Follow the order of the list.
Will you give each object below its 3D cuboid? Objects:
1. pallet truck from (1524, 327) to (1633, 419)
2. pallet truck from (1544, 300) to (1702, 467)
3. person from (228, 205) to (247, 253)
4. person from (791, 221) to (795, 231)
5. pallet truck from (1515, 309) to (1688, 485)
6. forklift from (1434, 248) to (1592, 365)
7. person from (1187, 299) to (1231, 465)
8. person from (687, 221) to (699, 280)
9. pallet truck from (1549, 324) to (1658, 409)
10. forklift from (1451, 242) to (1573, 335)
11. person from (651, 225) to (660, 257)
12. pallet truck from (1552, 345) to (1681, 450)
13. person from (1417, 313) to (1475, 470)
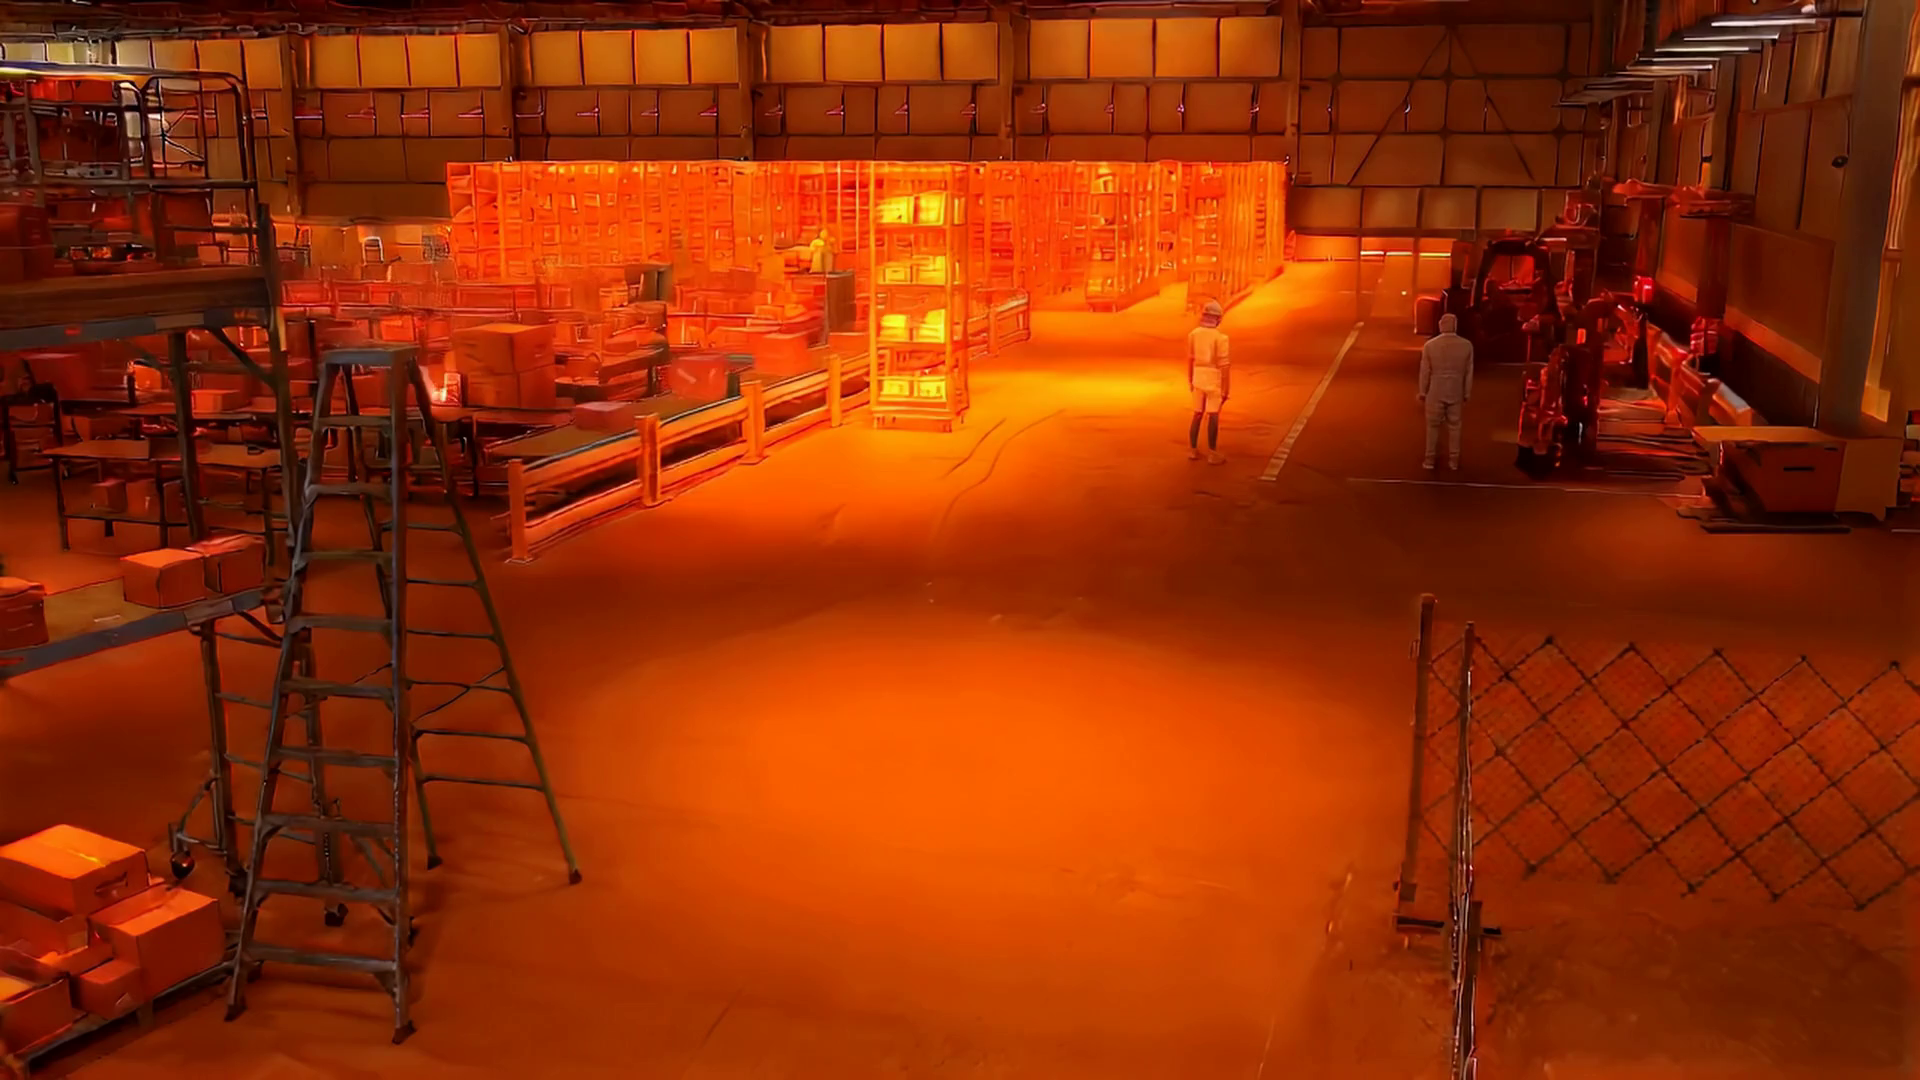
[{"bbox_3d":[9.065,-2.460,24.370,1.522,1.261,0.704,3,13,14],"label":"pallet truck"},{"bbox_3d":[8.263,-1.952,20.631,1.885,1.965,0.823,5,14,20],"label":"pallet truck"},{"bbox_3d":[-27.168,-11.660,62.748,0.730,1.926,1.015,-5,14,-21],"label":"person"},{"bbox_3d":[-4.921,-8.896,50.993,0.735,1.818,0.604,7,15,28],"label":"person"},{"bbox_3d":[7.554,-1.677,19.446,1.885,1.965,0.823,3,13,14],"label":"pallet truck"},{"bbox_3d":[9.780,-4.111,29.280,2.680,1.987,1.157,3,13,14],"label":"forklift"},{"bbox_3d":[3.084,-1.942,20.524,0.600,2.036,0.396,11,17,38],"label":"person"},{"bbox_3d":[-8.159,-8.869,50.871,0.404,1.833,0.590,-5,14,-21],"label":"person"},{"bbox_3d":[9.824,-2.669,25.407,1.601,1.201,0.680,4,14,16],"label":"pallet truck"},{"bbox_3d":[10.464,-4.597,31.405,2.680,1.987,1.157,4,14,16],"label":"forklift"},{"bbox_3d":[-9.449,-8.871,50.730,0.918,1.909,0.626,1,13,4],"label":"person"},{"bbox_3d":[8.641,-1.896,21.908,1.630,1.274,0.653,4,14,16],"label":"pallet truck"},{"bbox_3d":[5.864,-1.793,20.142,0.653,1.906,0.408,1,13,2],"label":"person"}]
